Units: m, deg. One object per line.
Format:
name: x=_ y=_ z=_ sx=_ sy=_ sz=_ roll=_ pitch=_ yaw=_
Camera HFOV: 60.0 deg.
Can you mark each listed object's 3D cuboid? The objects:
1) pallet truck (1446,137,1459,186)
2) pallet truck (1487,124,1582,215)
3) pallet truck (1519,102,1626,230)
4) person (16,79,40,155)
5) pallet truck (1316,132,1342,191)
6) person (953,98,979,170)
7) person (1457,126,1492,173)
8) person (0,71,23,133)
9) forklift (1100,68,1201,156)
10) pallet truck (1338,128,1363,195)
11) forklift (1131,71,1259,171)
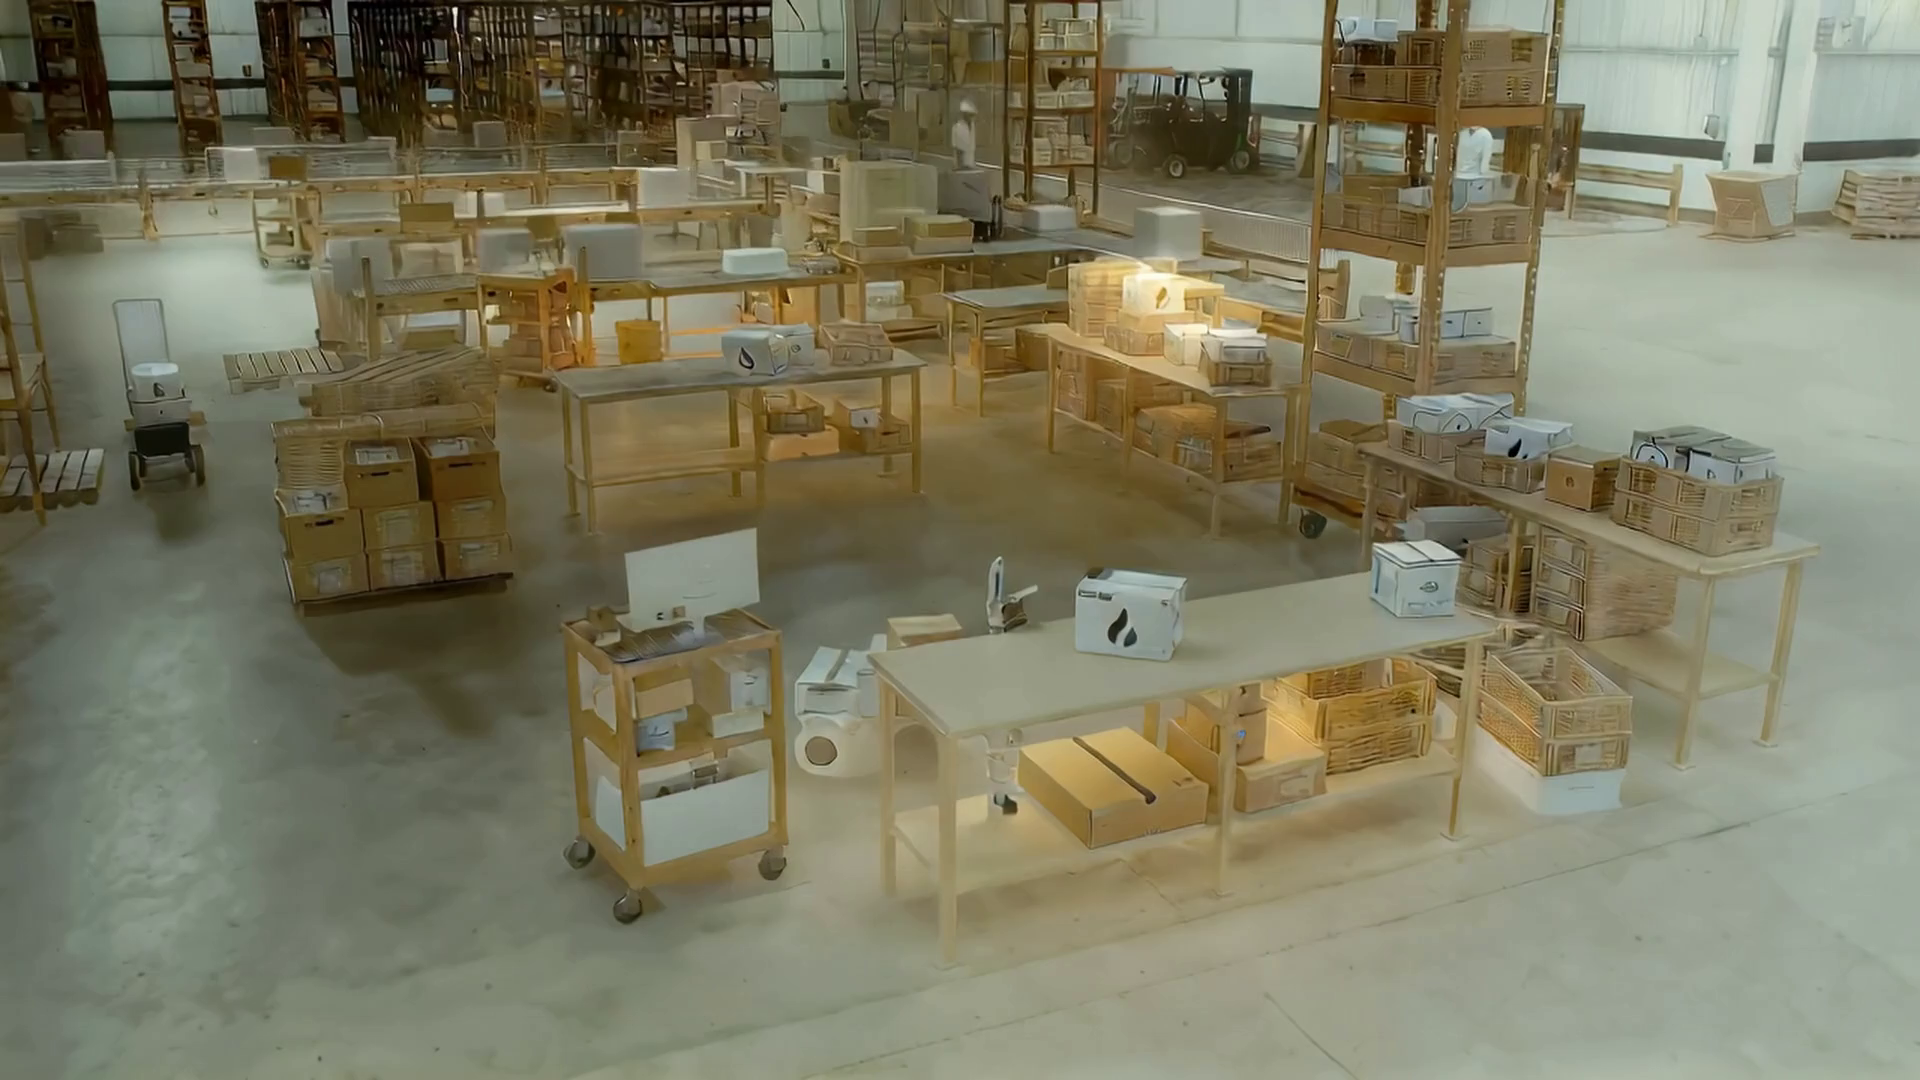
pallet truck: x=9.184 y=-6.485 z=29.328 sx=1.630 sy=1.274 sz=0.653 roll=-8 pitch=19 yaw=-23
pallet truck: x=9.707 y=-6.455 z=28.103 sx=1.885 sy=1.965 sz=0.823 roll=-7 pitch=19 yaw=-20
pallet truck: x=9.972 y=-6.037 z=26.785 sx=1.885 sy=1.965 sz=0.823 roll=-9 pitch=20 yaw=-25
person: x=-22.660 y=-10.268 z=40.414 sx=0.418 sy=1.819 sz=0.609 roll=-10 pitch=20 yaw=-28
pallet truck: x=7.723 y=-7.504 z=32.656 sx=1.601 sy=1.201 sz=0.680 roll=-8 pitch=19 yaw=-23
person: x=0.107 y=-6.149 z=27.085 sx=0.438 sy=2.030 sz=0.642 roll=8 pitch=19 yaw=24
person: x=8.015 y=-5.790 z=26.149 sx=0.408 sy=1.913 sz=0.642 roll=-7 pitch=19 yaw=-22
person: x=-27.076 y=-12.381 z=47.078 sx=0.764 sy=1.816 sz=0.598 roll=-2 pitch=18 yaw=-6
forklift: x=4.082 y=-9.564 z=37.410 sx=2.680 sy=1.987 sz=1.157 roll=-8 pitch=19 yaw=-23
pallet truck: x=7.845 y=-7.140 z=31.411 sx=1.522 sy=1.261 sz=0.704 roll=-9 pitch=20 yaw=-25
forklift: x=4.998 y=-8.936 z=35.413 sx=2.680 sy=1.987 sz=1.157 roll=-9 pitch=20 yaw=-25
